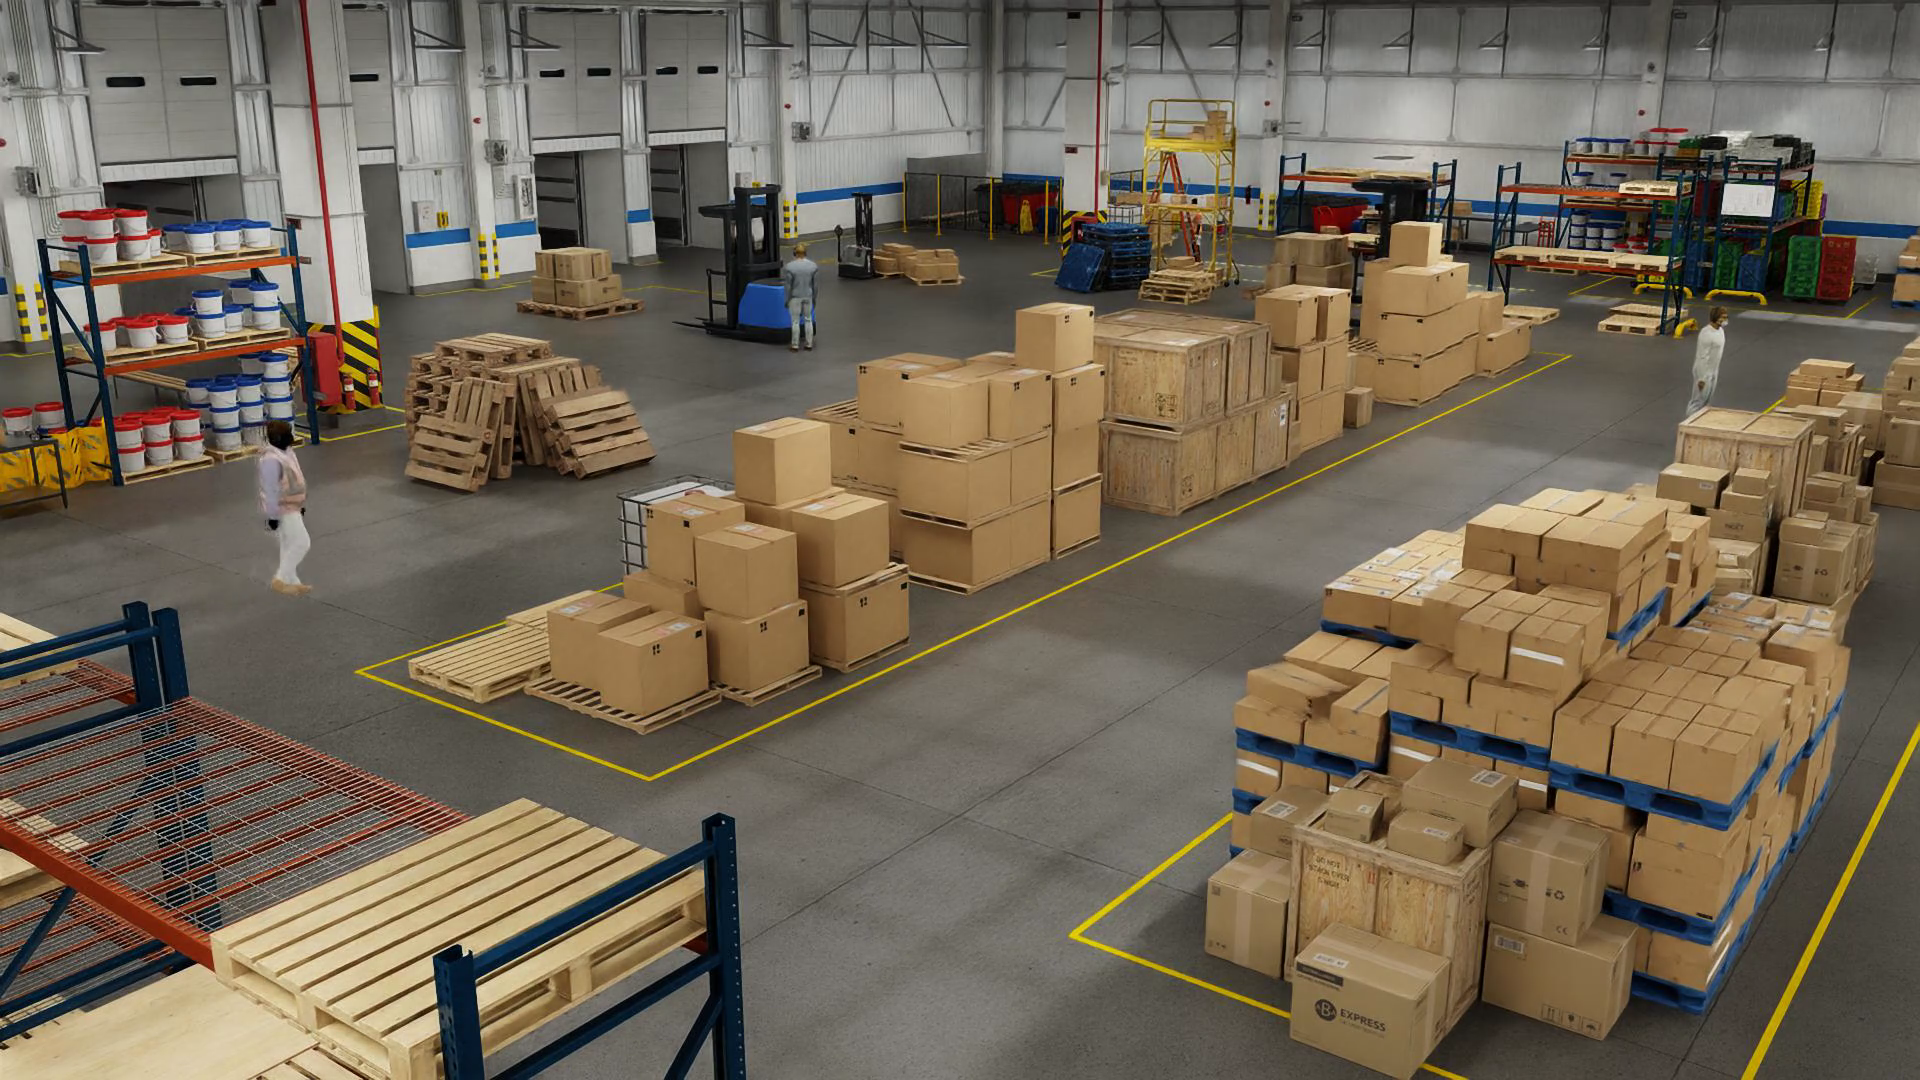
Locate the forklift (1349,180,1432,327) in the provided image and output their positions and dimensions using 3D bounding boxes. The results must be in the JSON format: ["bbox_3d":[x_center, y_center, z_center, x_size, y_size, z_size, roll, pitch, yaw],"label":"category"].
[{"bbox_3d":[8.599,-5.451,31.823,1.873,2.768,1.129,12,21,35],"label":"forklift"}]

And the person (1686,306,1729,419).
[{"bbox_3d":[10.305,-2.275,22.940,0.378,1.930,0.624,14,22,38],"label":"person"}]

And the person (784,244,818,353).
[{"bbox_3d":[-2.831,-4.309,29.674,0.634,1.929,0.381,-9,19,-27],"label":"person"}]

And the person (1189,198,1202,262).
[{"bbox_3d":[5.716,-7.459,40.485,0.315,1.696,0.541,-2,17,-7],"label":"person"}]

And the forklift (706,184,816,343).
[{"bbox_3d":[-3.717,-5.181,30.929,1.873,2.768,1.129,12,21,35],"label":"forklift"}]

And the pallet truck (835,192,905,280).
[{"bbox_3d":[-1.936,-7.159,38.982,1.885,1.965,0.823,-12,21,-34],"label":"pallet truck"}]

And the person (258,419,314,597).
[{"bbox_3d":[-6.725,-0.319,16.630,0.447,1.829,0.628,-3,17,-11],"label":"person"}]
